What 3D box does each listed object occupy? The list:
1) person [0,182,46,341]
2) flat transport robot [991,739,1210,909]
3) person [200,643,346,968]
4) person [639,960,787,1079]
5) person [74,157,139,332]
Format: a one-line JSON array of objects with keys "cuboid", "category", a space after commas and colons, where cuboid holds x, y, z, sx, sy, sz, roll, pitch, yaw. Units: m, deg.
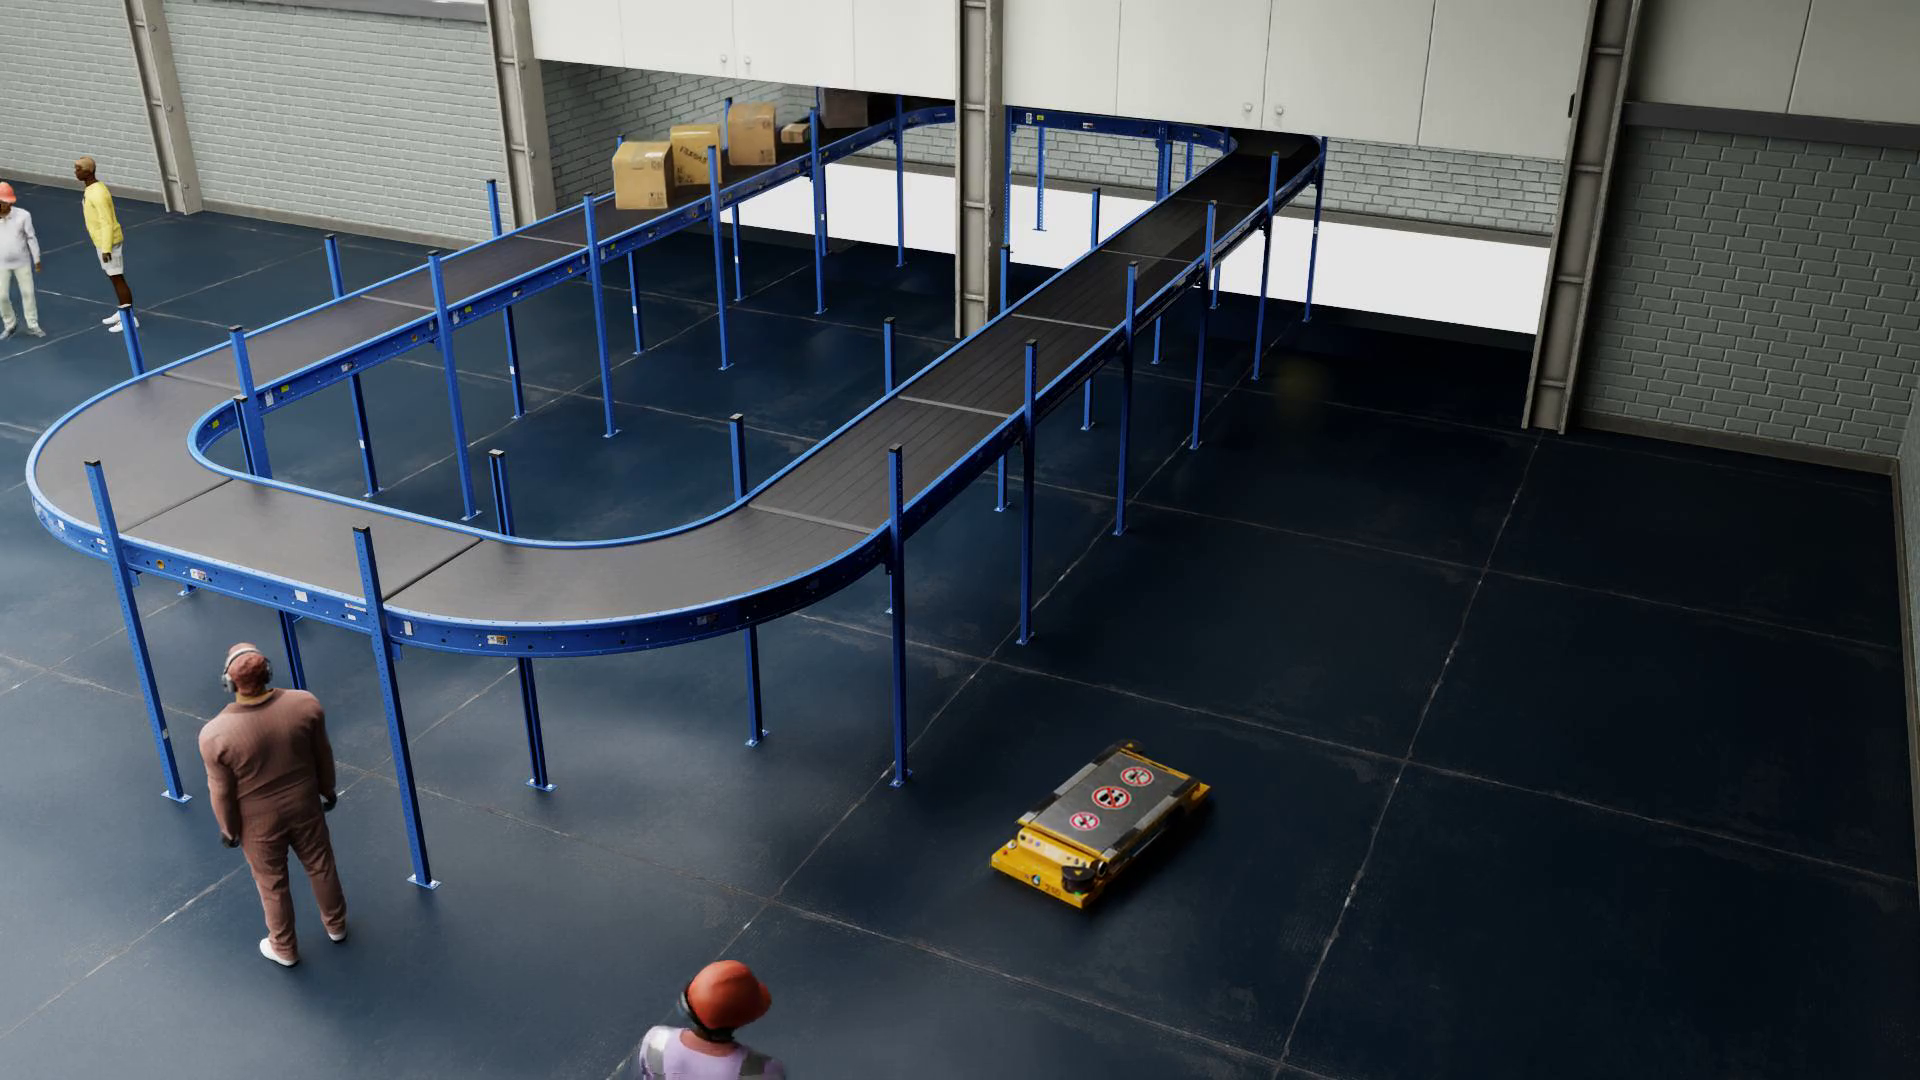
[{"cuboid": [-10.180, -2.990, 17.852, 0.589, 1.730, 0.431, -20, 33, -34], "category": "person"}, {"cuboid": [0.874, 1.689, 10.072, 0.659, 0.231, 1.431, 19, 32, 33], "category": "flat transport robot"}, {"cuboid": [-3.624, 1.399, 8.817, 0.649, 1.907, 0.413, -23, 34, -38], "category": "person"}, {"cuboid": [-0.932, 2.451, 6.577, 0.623, 2.008, 0.692, 10, 28, 19], "category": "person"}, {"cuboid": [-9.337, -3.236, 18.166, 0.377, 1.899, 0.543, -16, 31, -30], "category": "person"}]
